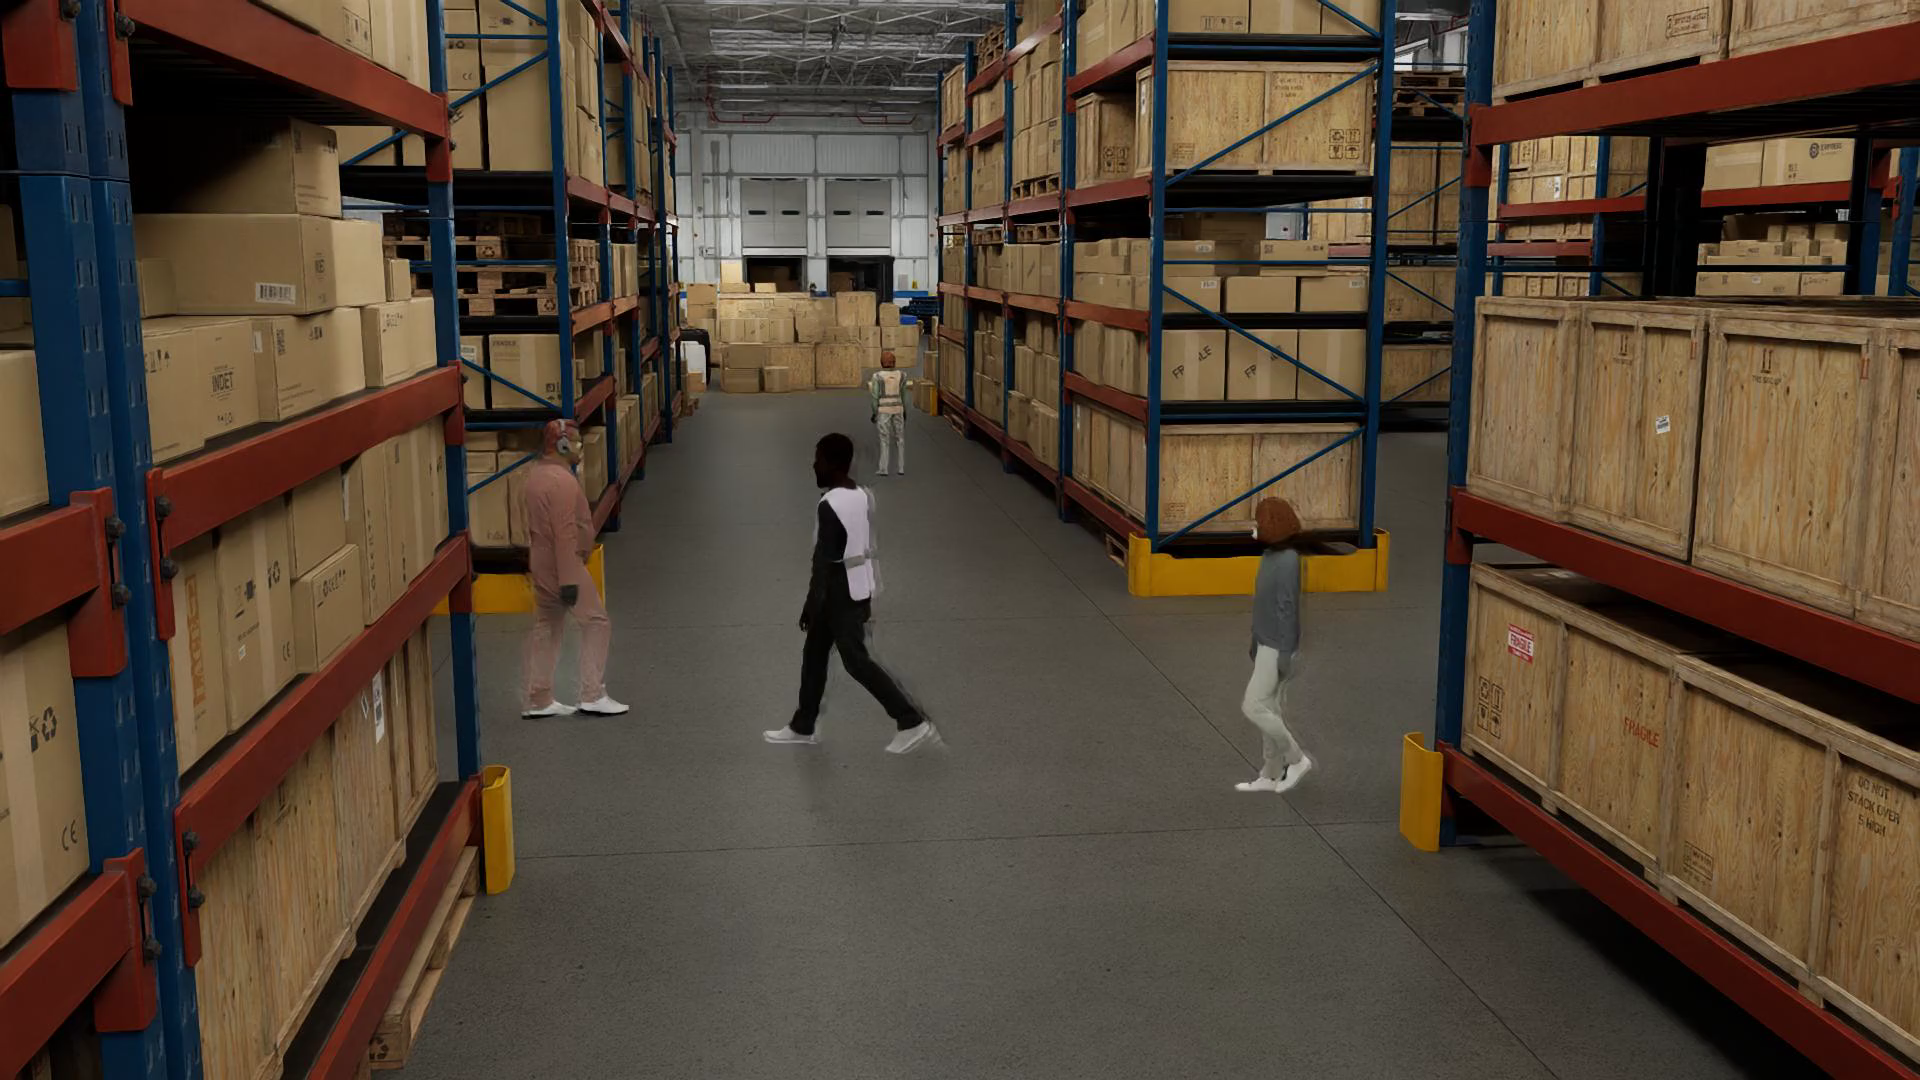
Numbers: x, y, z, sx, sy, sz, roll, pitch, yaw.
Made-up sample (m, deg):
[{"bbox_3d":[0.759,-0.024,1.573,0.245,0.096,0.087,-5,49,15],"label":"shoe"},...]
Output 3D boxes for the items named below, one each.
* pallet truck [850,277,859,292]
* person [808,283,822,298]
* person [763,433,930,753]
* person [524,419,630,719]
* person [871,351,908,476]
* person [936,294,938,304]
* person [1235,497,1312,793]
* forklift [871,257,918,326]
[{"bbox_3d":[-3.782,-9.391,65.808,1.885,1.965,0.823,2,10,10],"label":"pallet truck"},{"bbox_3d":[-5.205,-8.155,58.899,0.634,1.910,0.904,-4,10,-20],"label":"person"},{"bbox_3d":[-0.654,0.311,9.686,0.982,1.883,0.592,1,10,7],"label":"person"},{"bbox_3d":[-2.391,0.186,10.376,0.730,1.882,0.686,-6,11,-30],"label":"person"},{"bbox_3d":[-0.920,-1.653,21.803,0.512,1.639,0.311,-5,11,-25],"label":"person"},{"bbox_3d":[-0.798,-10.061,70.771,0.339,1.633,0.712,7,12,35],"label":"person"},{"bbox_3d":[1.635,0.579,8.852,0.345,1.620,0.525,0,10,-3],"label":"person"},{"bbox_3d":[-2.263,-6.937,48.952,1.873,2.768,1.129,-6,11,-31],"label":"forklift"}]
